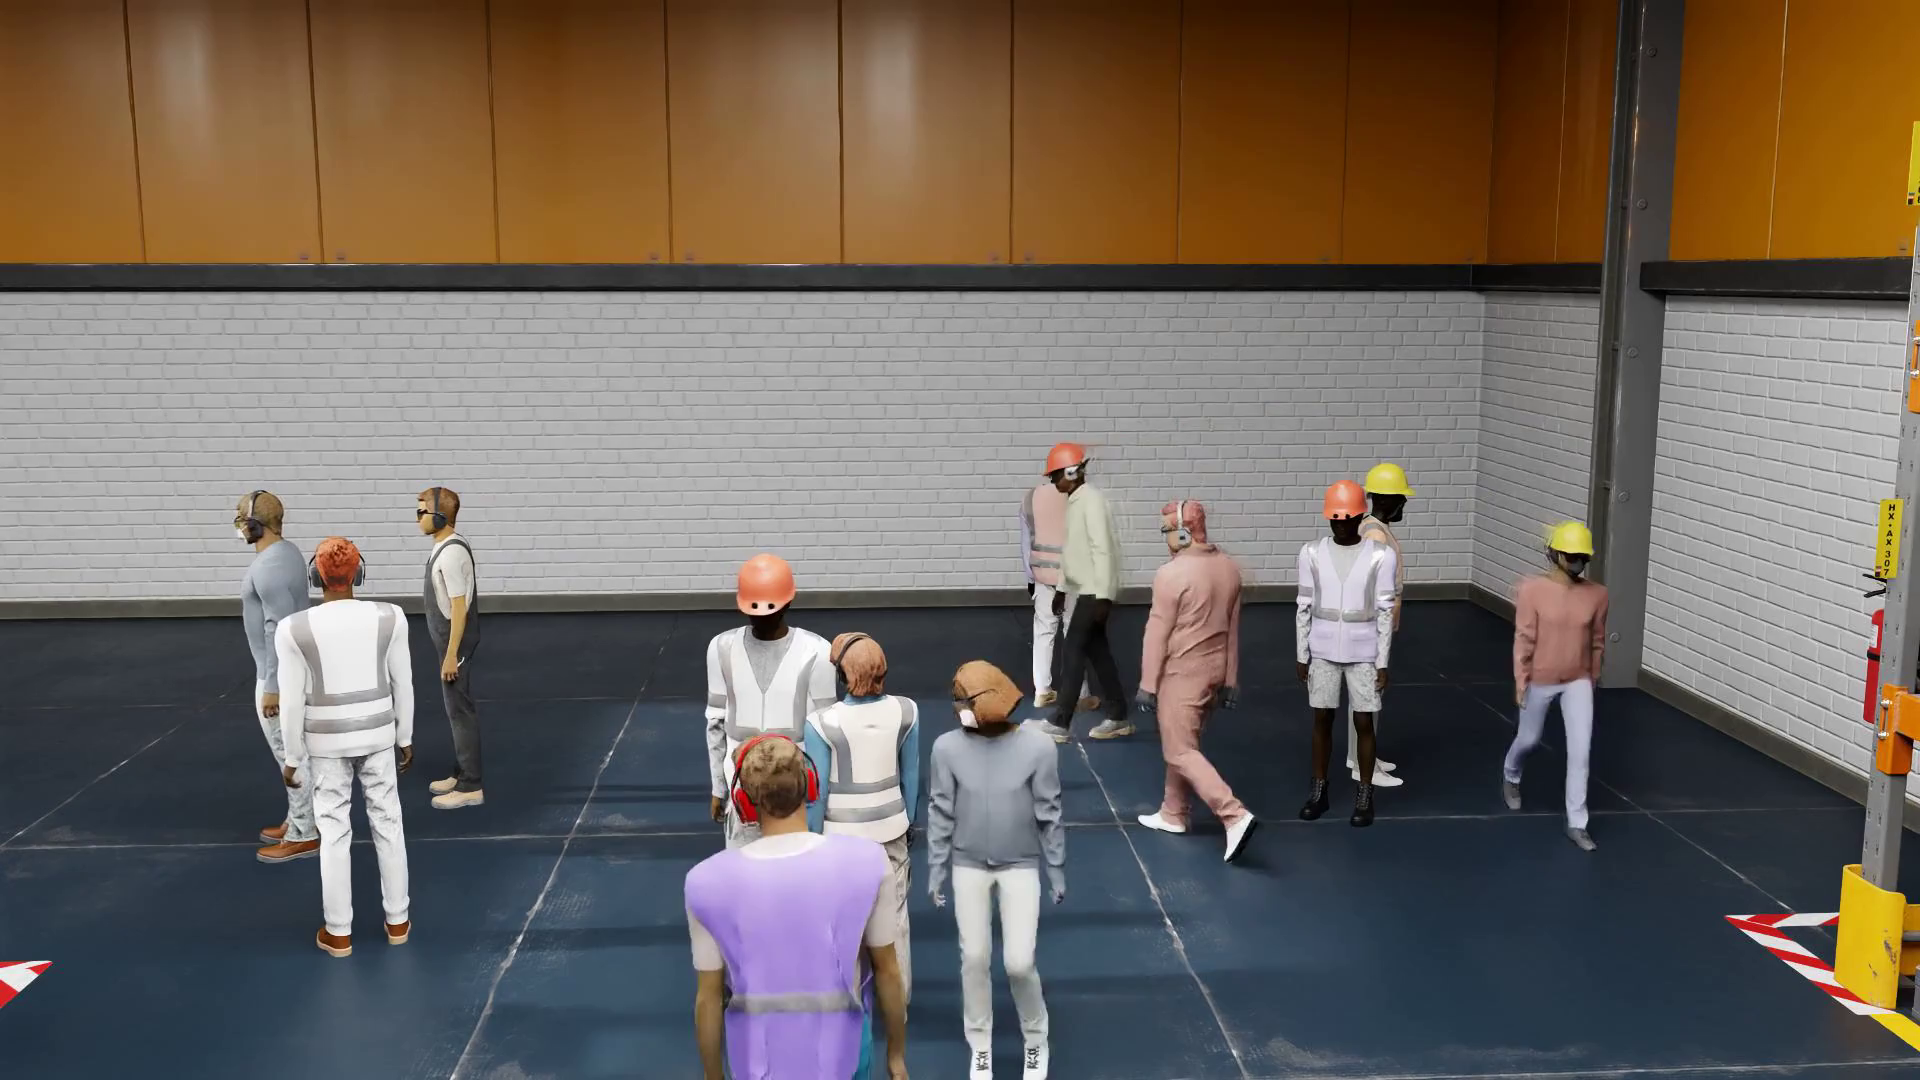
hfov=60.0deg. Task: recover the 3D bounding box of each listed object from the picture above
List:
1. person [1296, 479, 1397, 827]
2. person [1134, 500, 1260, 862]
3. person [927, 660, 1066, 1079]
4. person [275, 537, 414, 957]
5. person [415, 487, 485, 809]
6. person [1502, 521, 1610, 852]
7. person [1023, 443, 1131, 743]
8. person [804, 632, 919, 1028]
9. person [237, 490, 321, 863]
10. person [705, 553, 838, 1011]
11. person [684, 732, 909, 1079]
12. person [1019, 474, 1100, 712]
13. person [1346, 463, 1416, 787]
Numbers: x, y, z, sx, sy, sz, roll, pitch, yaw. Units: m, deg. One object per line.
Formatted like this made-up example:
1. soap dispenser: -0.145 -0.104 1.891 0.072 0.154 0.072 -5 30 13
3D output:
1. person: 2.110 0.621 9.173 0.540 1.929 0.380 4 10 23
2. person: 1.251 0.723 8.718 0.829 1.874 0.636 8 12 41
3. person: 0.130 1.253 6.200 0.528 1.603 0.362 2 9 13
4. person: -2.729 0.919 7.440 0.573 1.883 0.357 -5 10 -29
5. person: -2.910 0.608 9.511 0.327 1.843 0.515 -3 9 -17
6. person: 3.236 0.735 9.069 0.524 1.732 0.839 0 9 1
7. person: 0.752 0.345 10.859 0.819 1.937 0.691 -1 9 -9
8. person: -0.384 1.173 6.600 0.513 1.642 0.307 -6 11 -31
9. person: -3.536 0.700 8.647 0.362 1.936 0.631 -3 9 -15
10. person: -0.773 0.998 6.812 0.547 1.926 0.391 1 9 6
11. person: -0.428 1.431 4.437 0.599 1.817 0.733 0 9 -1
12. person: 0.727 0.276 11.606 0.627 1.844 0.429 6 11 32
13. person: 2.501 0.497 9.952 0.366 1.927 0.591 1 9 9
